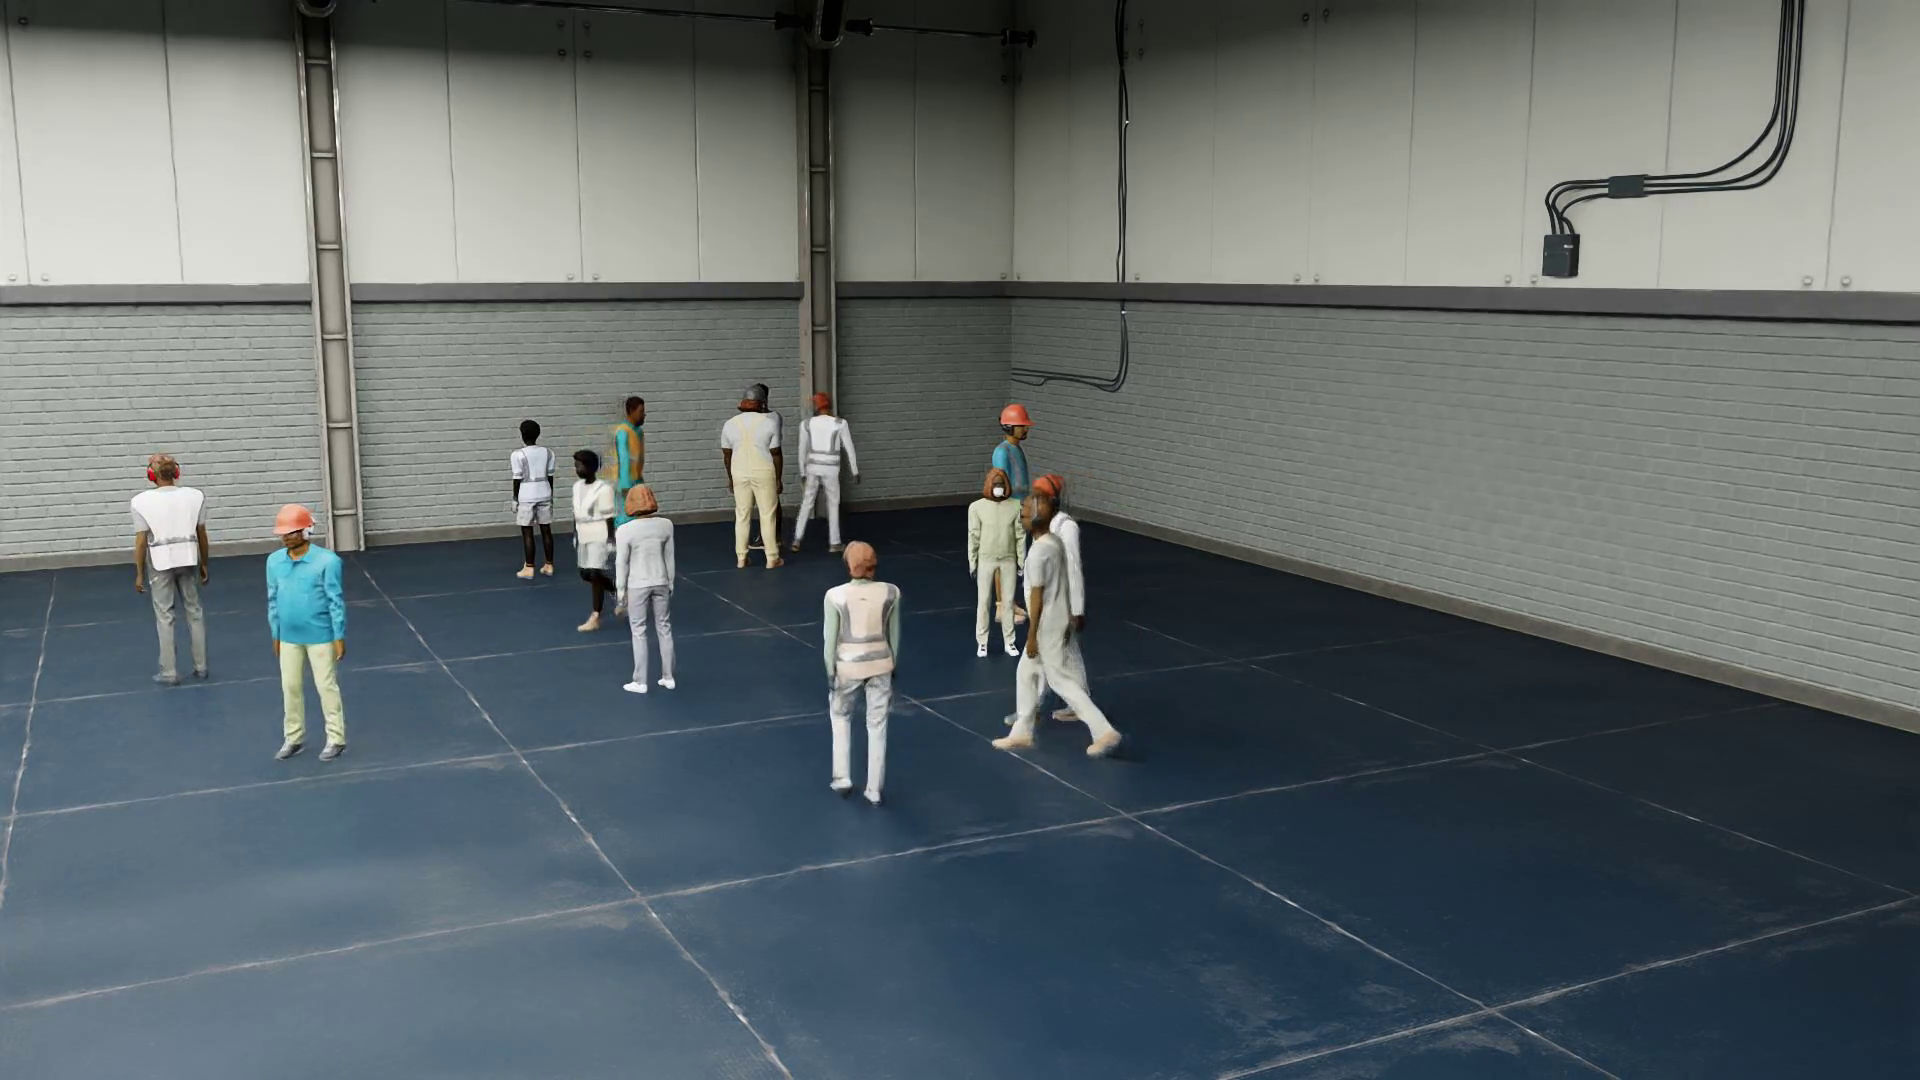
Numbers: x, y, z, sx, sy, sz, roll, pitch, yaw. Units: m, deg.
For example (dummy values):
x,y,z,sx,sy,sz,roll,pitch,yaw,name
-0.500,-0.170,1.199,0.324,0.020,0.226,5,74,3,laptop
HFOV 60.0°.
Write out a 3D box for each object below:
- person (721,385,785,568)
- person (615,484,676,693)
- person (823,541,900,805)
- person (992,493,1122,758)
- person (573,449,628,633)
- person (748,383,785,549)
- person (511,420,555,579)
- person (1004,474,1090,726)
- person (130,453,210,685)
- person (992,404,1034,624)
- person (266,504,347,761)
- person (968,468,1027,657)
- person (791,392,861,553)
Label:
x,y,z,sx,sy,sz,roll,pitch,yaw,name
-2.252,-0.709,18.395,0.672,2.000,0.536,2,9,13,person
-2.445,0.378,12.982,0.501,1.629,0.288,-7,12,-37,person
-0.614,0.811,10.325,0.513,1.620,0.573,-3,10,-16,person
0.670,0.581,11.187,0.907,1.807,0.526,2,10,15,person
-3.300,-0.018,15.246,0.544,1.671,0.608,8,12,42,person
-2.316,-0.864,19.643,0.380,1.946,0.601,5,10,27,person
-4.560,-0.436,17.766,0.315,1.698,0.540,8,12,40,person
0.626,0.438,11.920,0.801,1.838,0.691,-3,10,-16,person
-6.252,0.230,13.221,0.373,1.840,0.571,8,12,42,person
0.504,-0.247,15.540,0.377,2.045,0.605,3,10,15,person
-4.391,0.618,11.134,0.574,1.742,0.350,2,9,10,person
0.315,0.193,14.124,0.499,1.627,0.281,-1,9,-8,person
-1.563,-0.769,19.273,0.763,1.883,0.569,2,10,14,person
